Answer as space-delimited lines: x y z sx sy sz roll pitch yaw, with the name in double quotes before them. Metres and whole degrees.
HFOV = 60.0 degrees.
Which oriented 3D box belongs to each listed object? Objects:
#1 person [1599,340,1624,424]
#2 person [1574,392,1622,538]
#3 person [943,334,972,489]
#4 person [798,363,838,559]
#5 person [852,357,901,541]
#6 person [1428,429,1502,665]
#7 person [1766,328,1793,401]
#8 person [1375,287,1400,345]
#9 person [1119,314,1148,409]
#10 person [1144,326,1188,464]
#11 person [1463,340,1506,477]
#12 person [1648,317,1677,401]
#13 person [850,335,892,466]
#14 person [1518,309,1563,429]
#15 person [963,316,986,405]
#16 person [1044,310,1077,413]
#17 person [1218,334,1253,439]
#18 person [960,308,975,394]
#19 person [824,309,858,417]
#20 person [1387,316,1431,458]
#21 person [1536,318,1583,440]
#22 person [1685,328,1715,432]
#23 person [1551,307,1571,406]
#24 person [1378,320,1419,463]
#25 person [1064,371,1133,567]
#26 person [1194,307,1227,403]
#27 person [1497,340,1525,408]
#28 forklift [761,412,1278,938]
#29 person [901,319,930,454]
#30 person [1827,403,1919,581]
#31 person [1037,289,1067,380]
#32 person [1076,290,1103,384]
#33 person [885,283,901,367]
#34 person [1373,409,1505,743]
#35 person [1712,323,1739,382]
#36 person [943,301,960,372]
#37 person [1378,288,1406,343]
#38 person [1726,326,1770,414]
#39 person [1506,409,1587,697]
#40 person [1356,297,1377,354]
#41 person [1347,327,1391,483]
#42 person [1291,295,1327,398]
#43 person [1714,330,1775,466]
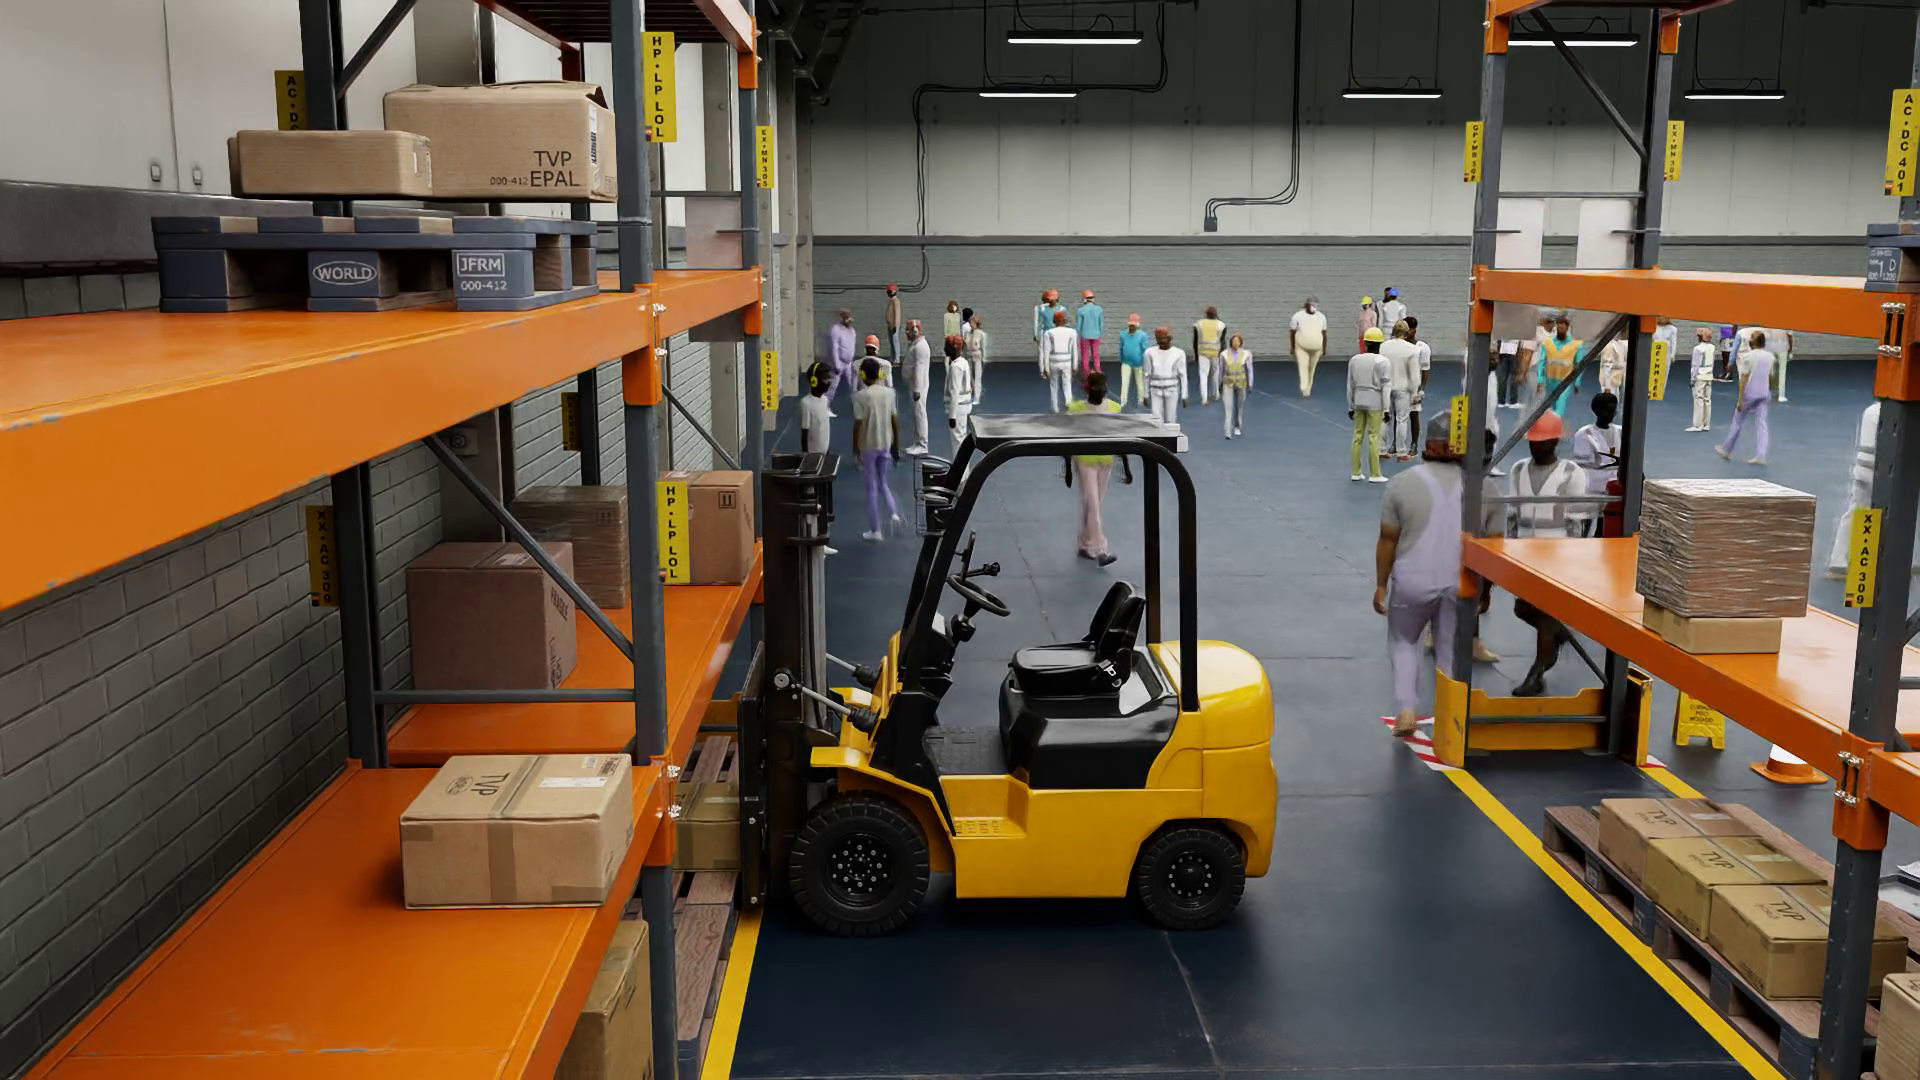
"person" 9.501 -2.294 24.177 0.391 1.923 0.548 7 12 35
"person" 5.584 -0.453 14.547 0.545 1.697 0.321 -4 11 -22
"person" -0.037 -1.559 20.208 0.355 1.878 0.583 2 10 9
"person" -1.363 -0.747 15.747 0.327 1.861 0.499 4 11 20
"person" -0.819 -0.892 16.560 0.550 1.848 0.473 -7 12 -34
"person" 3.683 0.042 11.831 0.722 1.665 0.547 9 13 40
"person" 15.381 -3.532 31.255 0.519 1.861 0.324 10 14 44
"person" 10.096 -5.014 39.342 0.592 1.915 0.375 2 10 10
"person" 3.125 -3.226 29.989 0.565 1.711 0.912 4 11 22
"person" 2.791 -1.968 22.520 0.636 1.864 0.643 3 11 17
"person" 6.633 -1.700 20.992 0.772 1.870 0.667 7 12 32
"person" 13.150 -3.450 31.181 0.498 1.708 0.814 5 11 25
"person" -1.178 -1.856 22.199 0.564 1.751 0.342 0 10 1
"person" 8.894 -2.554 25.289 0.873 2.000 0.747 10 14 43
"person" 0.254 -3.289 30.515 0.539 1.624 0.358 7 13 35
"person" 1.677 -2.895 27.693 0.582 1.862 0.798 -1 10 -6
"person" 4.215 -2.356 25.438 0.533 1.588 0.875 2 10 9
"person" 0.181 -3.737 32.864 0.321 1.690 0.535 5 11 27
"person" -1.974 -2.991 28.270 1.014 1.854 0.675 8 13 37
"person" 6.210 -2.126 23.112 0.605 1.966 0.367 10 14 44
"person" 8.949 -2.378 24.831 0.582 1.868 1.026 8 13 36
"person" 11.678 -2.516 26.195 0.523 1.638 0.310 -7 12 -34
"person" 10.980 -3.374 30.433 0.348 1.838 0.515 2 10 11
"person" 5.932 -2.017 22.615 0.636 1.931 0.367 9 13 41
"person" 1.300 -0.655 15.384 0.572 1.802 0.939 -5 11 -28
"person" 4.652 -3.443 30.960 0.618 1.788 1.008 3 10 14
"person" 9.943 -3.333 29.974 0.371 1.915 0.597 -7 12 -33
"forklift" 0.291 0.548 7.580 2.313 2.155 1.214 0 10 -2
"person" -0.630 -2.159 23.493 0.400 1.899 0.643 -1 10 -5
"person" 8.137 -0.543 14.610 0.929 1.845 0.613 0 10 -1
"person" 1.982 -4.394 35.685 0.625 2.006 0.836 1 10 6
"person" 2.713 -4.272 35.059 0.601 1.977 0.434 -3 11 -16
"person" -1.610 -5.151 39.881 0.376 1.995 0.612 -3 11 -17
"person" 2.802 0.229 9.782 0.723 2.000 0.548 1 10 6
"person" 16.454 -4.364 35.625 0.395 1.954 0.604 1 10 4
"person" -0.172 -4.676 38.233 0.500 1.636 0.280 -10 14 -43
"person" 9.733 -4.700 37.499 0.606 1.947 0.406 3 11 16
"person" 13.782 -3.100 29.050 0.595 1.794 0.918 -1 10 -5
"person" 3.913 0.066 11.065 0.692 1.914 0.539 -9 14 -42
"person" 9.130 -4.591 37.427 0.334 1.760 0.523 -7 12 -33
"person" 5.098 -1.677 20.715 0.382 1.928 0.587 -9 14 -43
"person" 6.748 -3.787 32.156 0.680 2.000 1.029 0 10 -2
"person" 10.650 -1.924 22.453 0.519 1.796 0.947 -1 10 -6
